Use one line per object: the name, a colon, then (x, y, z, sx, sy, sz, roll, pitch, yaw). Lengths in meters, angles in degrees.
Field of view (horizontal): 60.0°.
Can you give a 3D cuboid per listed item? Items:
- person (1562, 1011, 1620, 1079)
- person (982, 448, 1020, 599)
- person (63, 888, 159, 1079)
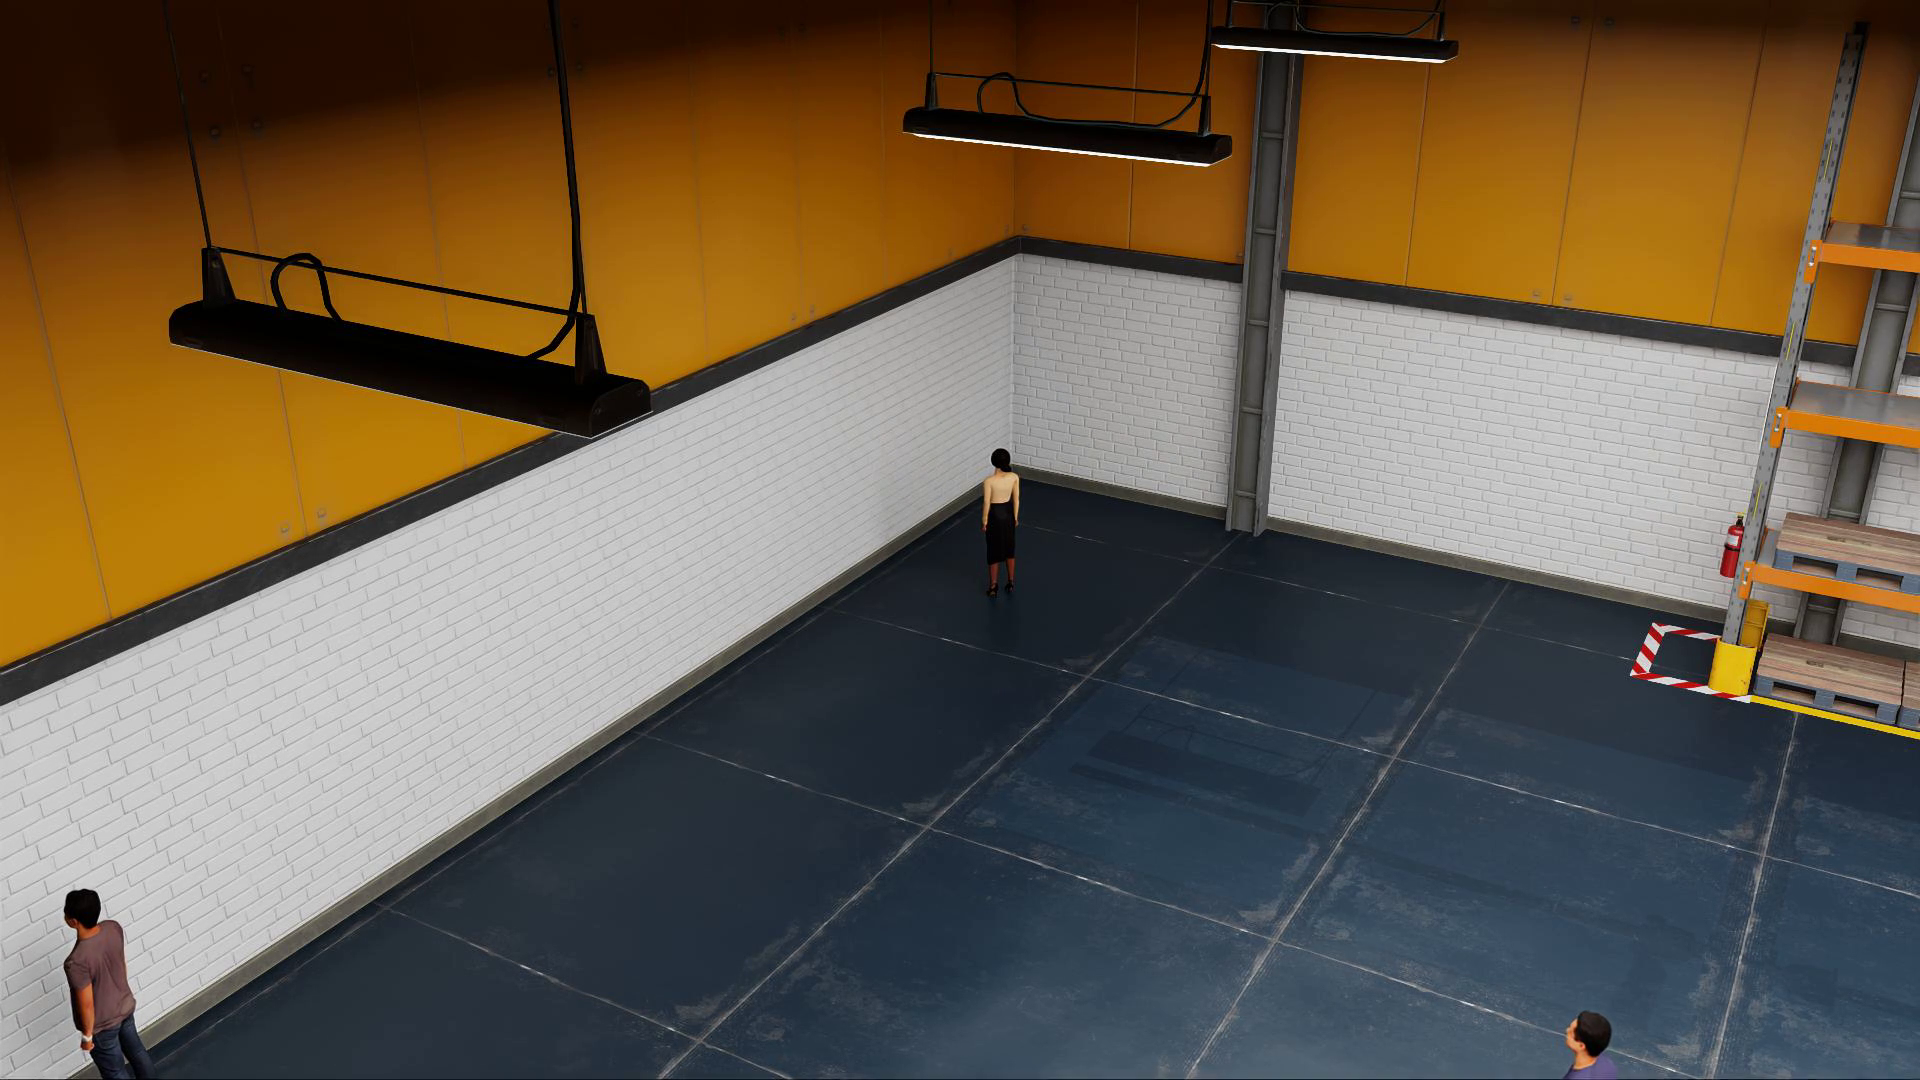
person: (3.392, 3.350, 9.153, 0.597, 1.793, 0.679, 19, 30, 37)
person: (0.424, -0.189, 17.424, 0.658, 1.653, 0.699, -10, 25, -21)
person: (-5.216, 2.900, 10.204, 0.685, 1.776, 0.707, 3, 24, 6)
